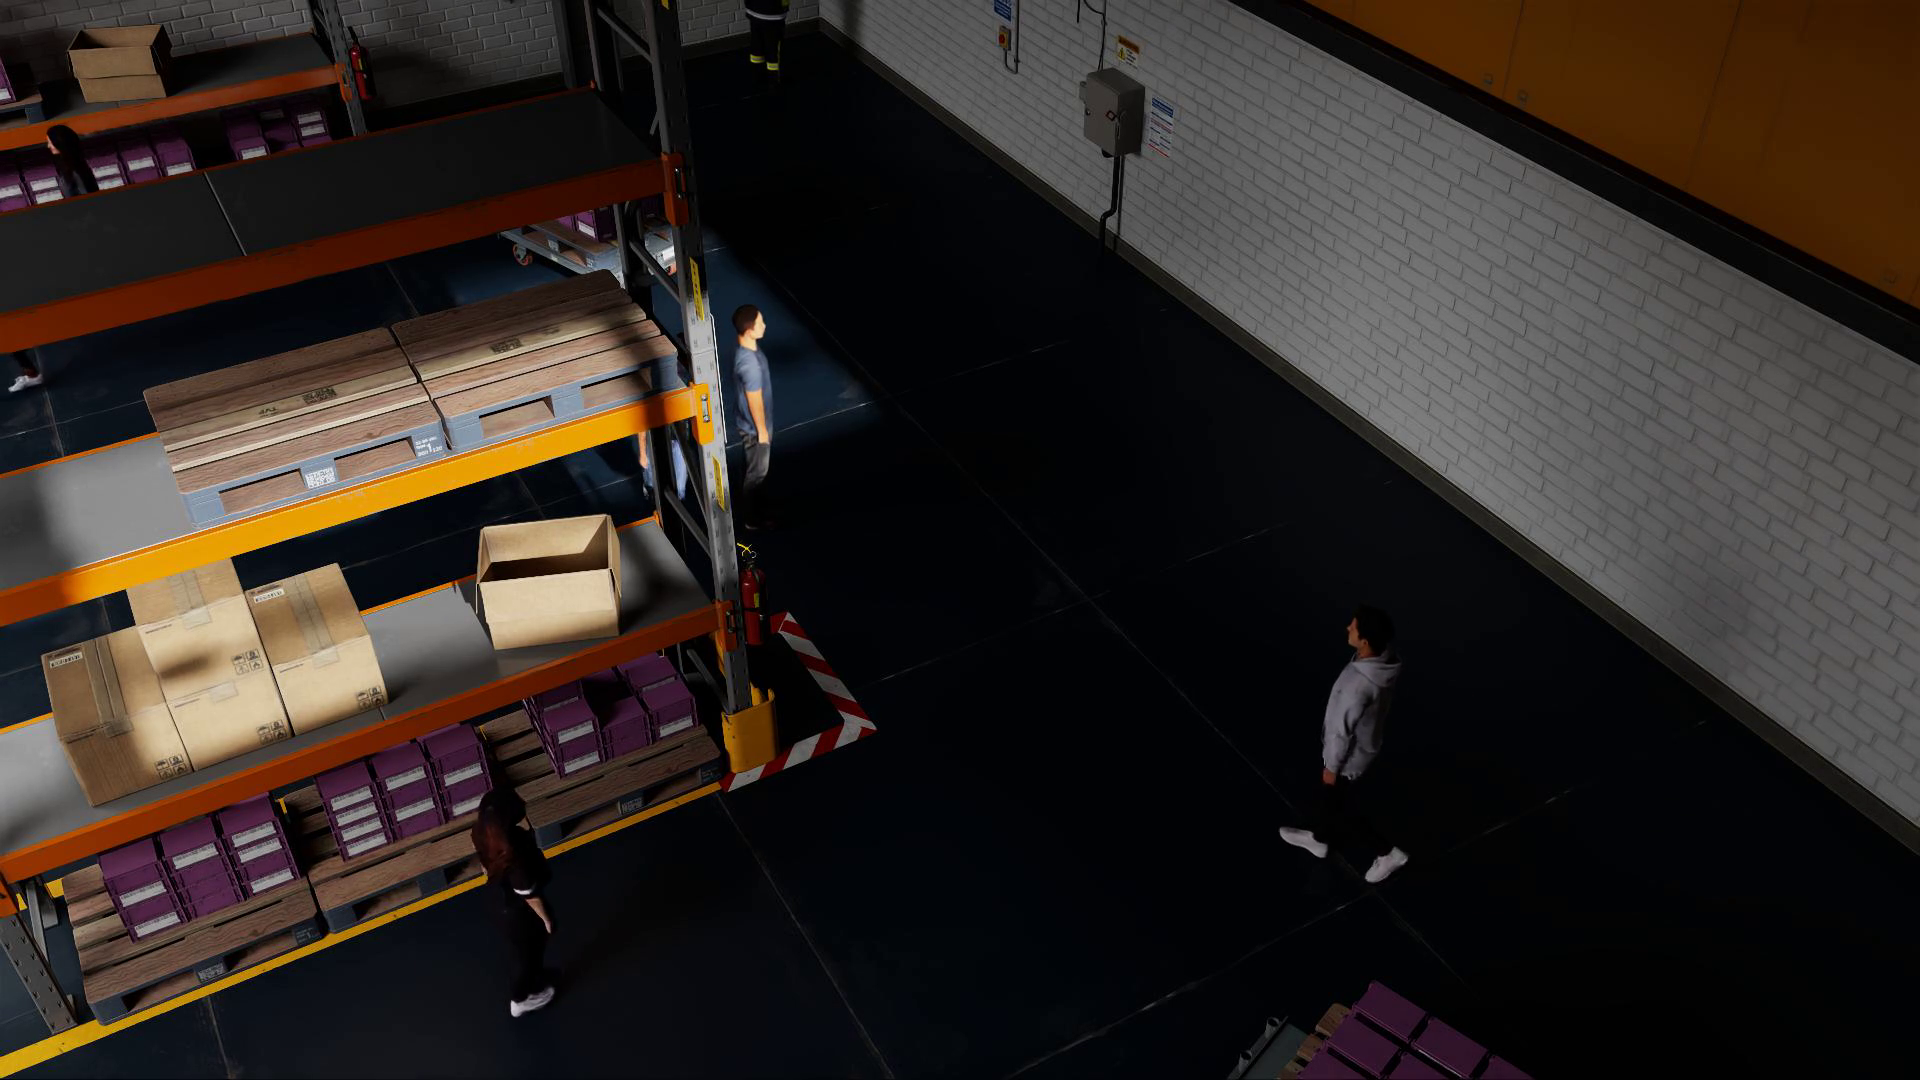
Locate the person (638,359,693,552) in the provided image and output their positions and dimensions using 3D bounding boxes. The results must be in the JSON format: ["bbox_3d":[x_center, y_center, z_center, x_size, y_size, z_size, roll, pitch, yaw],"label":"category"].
[{"bbox_3d":[-2.128,-0.726,11.813,0.909,1.595,0.661,-16,41,-19],"label":"person"}]

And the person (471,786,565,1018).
[{"bbox_3d":[-2.337,1.900,8.502,0.654,1.625,0.652,-28,46,-30],"label":"person"}]

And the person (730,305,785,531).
[{"bbox_3d":[-1.484,-0.882,11.839,0.631,1.808,0.690,-9,39,-11],"label":"person"}]

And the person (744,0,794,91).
[{"bbox_3d":[-2.107,-5.887,17.965,0.847,1.984,0.785,28,46,30],"label":"person"}]

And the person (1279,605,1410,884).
[{"bbox_3d":[2.236,1.170,9.187,1.060,1.910,1.072,18,42,21],"label":"person"}]

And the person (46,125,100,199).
[{"bbox_3d":[-7.319,-2.717,14.180,0.898,1.754,0.674,-25,45,-28],"label":"person"}]
